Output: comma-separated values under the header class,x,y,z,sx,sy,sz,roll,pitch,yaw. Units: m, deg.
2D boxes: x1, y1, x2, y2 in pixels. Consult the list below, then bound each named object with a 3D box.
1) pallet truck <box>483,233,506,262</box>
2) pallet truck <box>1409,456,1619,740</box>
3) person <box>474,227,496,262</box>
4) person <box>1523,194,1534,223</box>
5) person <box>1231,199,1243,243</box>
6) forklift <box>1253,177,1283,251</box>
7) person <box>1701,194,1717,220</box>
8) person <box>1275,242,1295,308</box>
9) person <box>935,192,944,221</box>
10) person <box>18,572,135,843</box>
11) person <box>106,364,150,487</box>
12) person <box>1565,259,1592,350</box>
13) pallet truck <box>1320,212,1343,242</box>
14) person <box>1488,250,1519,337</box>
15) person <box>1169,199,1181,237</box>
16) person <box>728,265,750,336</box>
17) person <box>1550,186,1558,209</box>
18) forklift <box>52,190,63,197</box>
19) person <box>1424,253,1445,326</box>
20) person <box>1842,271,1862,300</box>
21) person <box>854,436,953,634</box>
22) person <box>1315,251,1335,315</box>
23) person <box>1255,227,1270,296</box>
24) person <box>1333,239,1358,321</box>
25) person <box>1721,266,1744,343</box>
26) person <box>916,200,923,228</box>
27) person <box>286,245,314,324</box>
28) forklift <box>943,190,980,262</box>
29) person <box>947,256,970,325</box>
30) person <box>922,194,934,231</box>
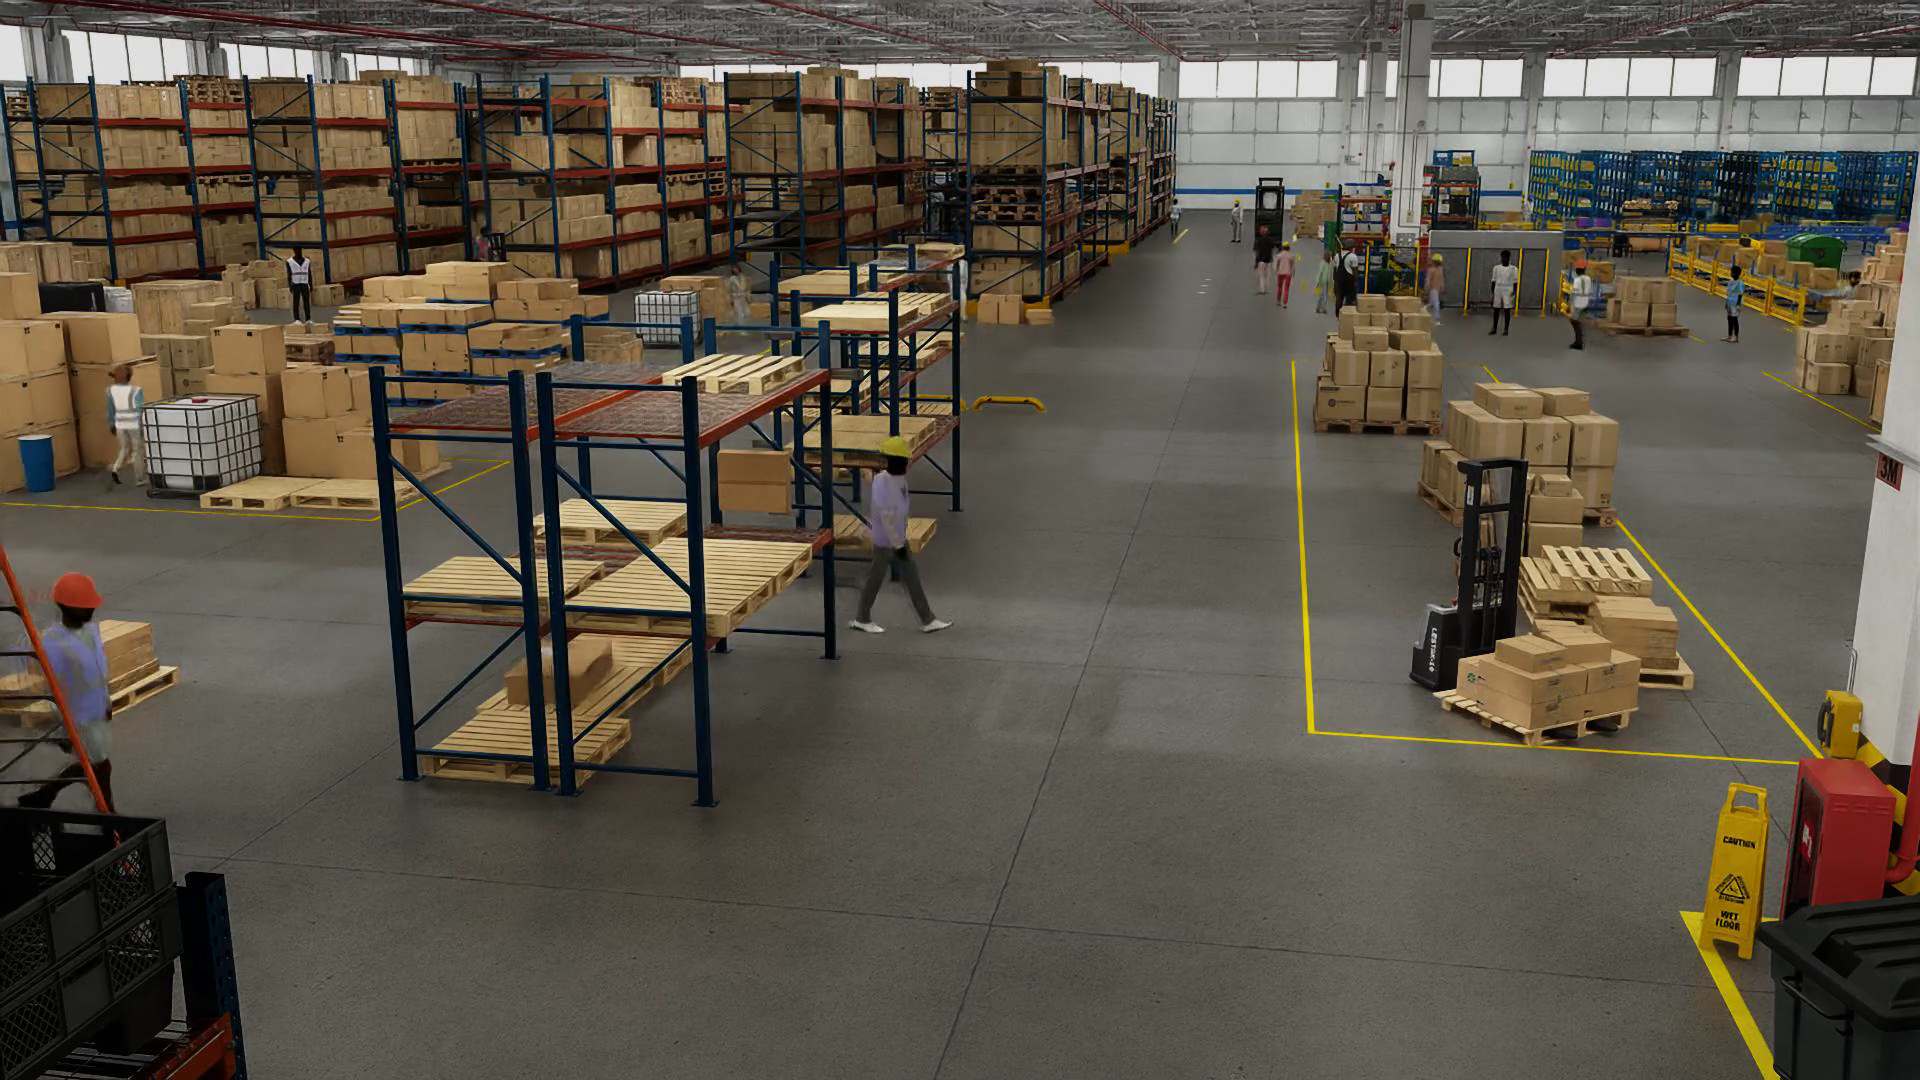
class,x,y,z,sx,sy,sz,roll,pitch,yaw
pallet truck,-11.832,-7.026,43.548,1.885,1.965,0.823,8,16,28
pallet truck,4.504,0.400,13.395,0.823,1.965,1.885,-6,15,-23
person,-14.310,-8.546,50.146,0.644,1.796,0.971,3,14,11
person,24.500,-13.935,71.719,0.604,1.937,0.402,-9,16,-33
person,11.592,-13.372,69.682,0.404,1.826,0.592,-10,17,-36
forklift,12.083,-12.747,64.956,1.129,2.768,1.873,3,14,10
person,34.040,-14.793,75.531,0.609,1.807,0.885,-1,14,-5
person,8.657,-7.074,44.329,0.533,1.707,0.946,3,14,11
person,-1.039,-17.487,86.576,0.539,1.718,0.894,8,16,30
person,-5.771,1.105,10.747,0.762,1.898,0.571,1,14,3
person,-10.910,-1.482,21.804,0.518,1.627,0.435,3,14,11
person,13.253,-5.046,35.684,0.527,1.919,0.556,13,19,41
pallet truck,15.874,-13.227,70.310,0.680,1.201,1.601,10,17,35
person,12.399,-5.629,37.938,0.608,1.966,0.374,11,18,38
person,9.486,-14.219,73.465,0.544,1.656,0.882,1,14,4
person,-5.070,-5.494,38.104,0.565,1.614,0.428,-13,19,-42
person,31.451,-17.926,88.105,0.387,1.849,0.566,-2,14,-9
forklift,-27.130,-9.303,50.974,1.129,2.768,1.873,3,14,10
person,11.420,-6.071,40.209,0.520,1.736,0.822,-12,18,-41
person,17.963,-4.544,33.767,0.558,1.859,0.508,9,16,32
person,-0.576,-0.023,15.364,0.965,1.874,0.600,6,15,23
person,9.368,-6.530,42.320,0.519,1.599,0.732,-11,18,-39
person,8.591,-7.901,47.201,0.380,1.955,0.721,11,17,37
person,9.534,-6.398,40.908,0.536,2.000,0.673,-11,17,-37
person,17.171,-5.231,36.897,0.321,1.690,0.544,0,14,-1
person,-1.963,-16.161,80.634,0.372,1.997,0.620,10,17,36
person,-16.008,-6.192,40.349,0.592,1.911,0.385,-13,19,-42
forklift,-0.023,-9.284,50.897,1.129,2.768,1.873,3,14,10
person,-0.016,-6.090,40.027,0.568,1.853,0.807,-5,15,-18
person,-1.438,-14.819,75.521,0.588,1.835,0.403,-3,14,-14
